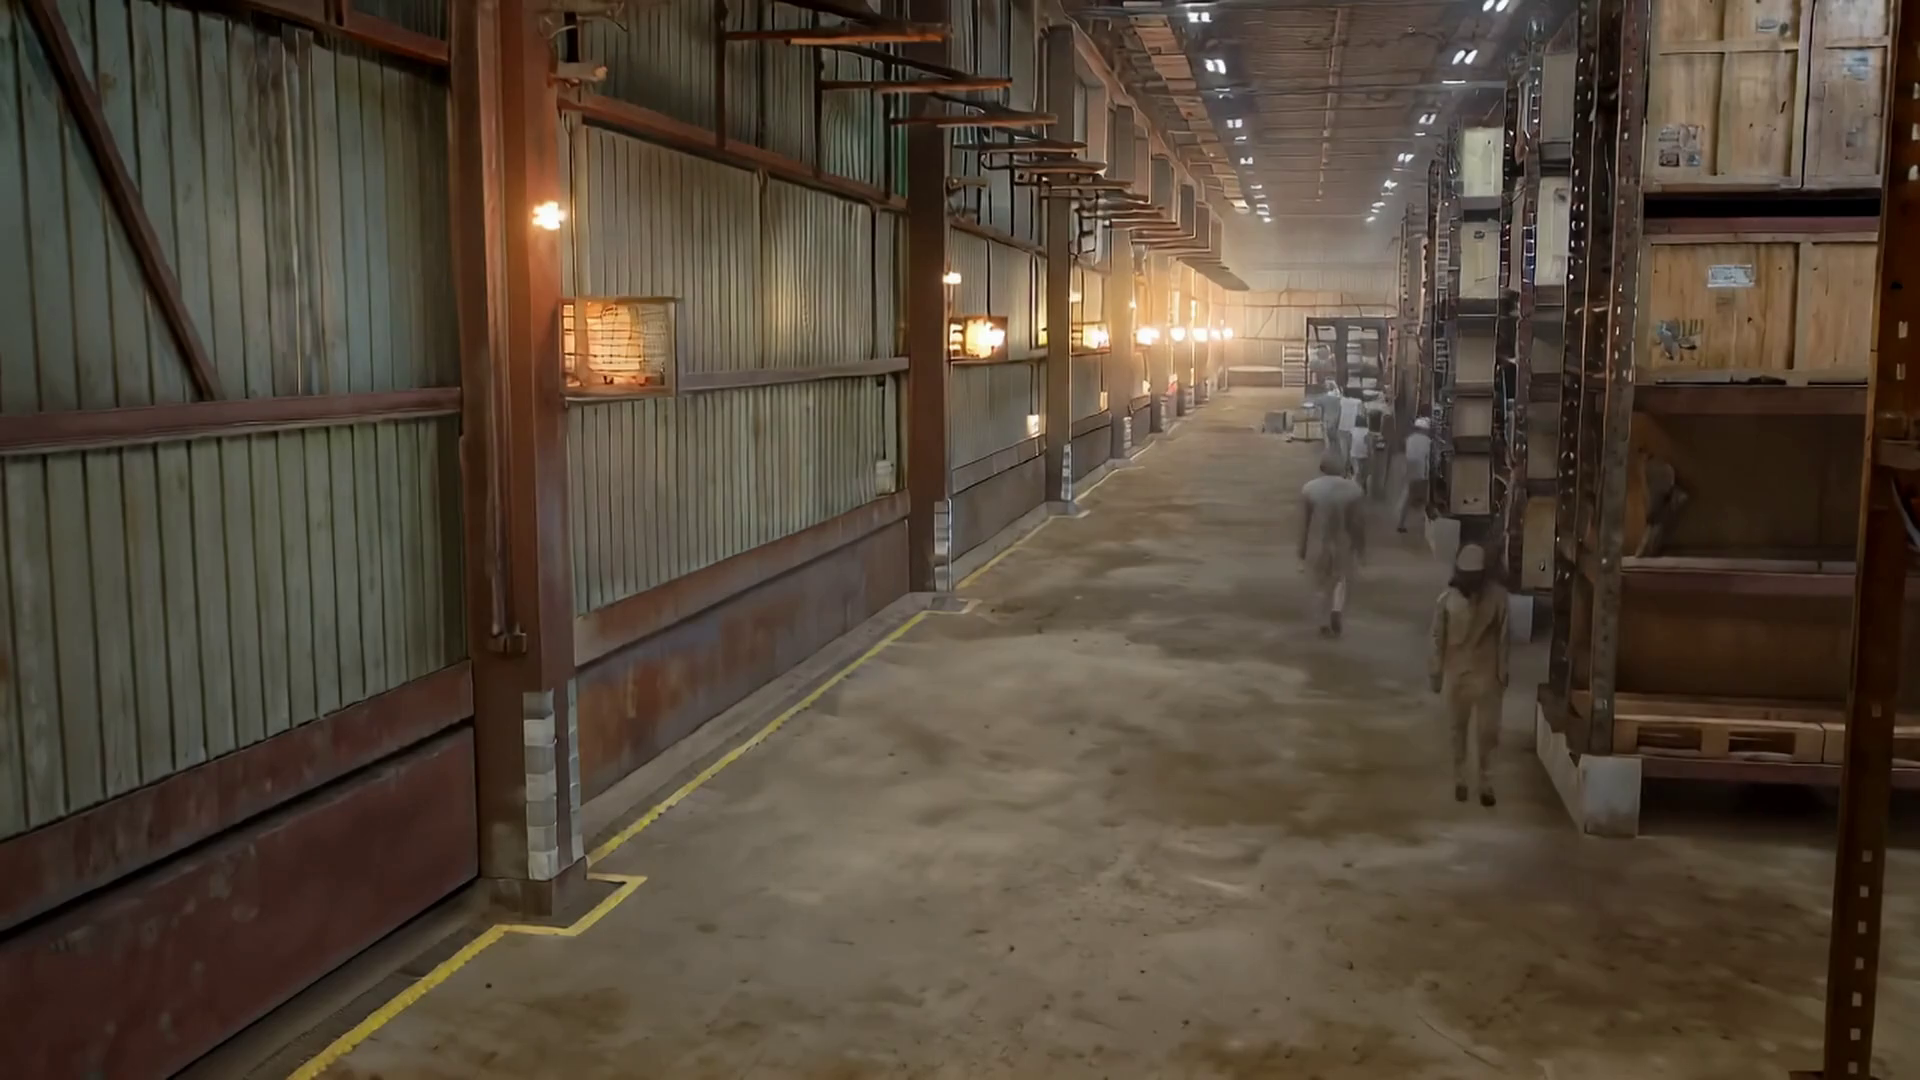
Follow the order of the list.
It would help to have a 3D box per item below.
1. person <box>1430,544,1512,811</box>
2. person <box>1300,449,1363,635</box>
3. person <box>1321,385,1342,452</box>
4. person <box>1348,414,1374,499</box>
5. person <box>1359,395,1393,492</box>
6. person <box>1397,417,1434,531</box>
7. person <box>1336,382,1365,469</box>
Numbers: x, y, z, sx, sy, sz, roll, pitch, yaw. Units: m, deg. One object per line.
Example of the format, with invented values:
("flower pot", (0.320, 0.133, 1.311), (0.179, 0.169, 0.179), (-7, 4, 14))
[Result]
("person", (3.327, 0.891, 10.819), (0.519, 1.720, 0.633), (2, 7, 13))
("person", (3.759, 0.042, 16.882), (0.630, 1.922, 0.598), (2, 7, 12))
("person", (9.594, -3.122, 42.858), (0.570, 1.751, 0.329), (2, 7, 16))
("person", (7.395, -1.523, 30.661), (0.527, 1.593, 0.849), (4, 8, 31))
("person", (7.965, -1.824, 31.899), (0.650, 1.896, 0.666), (4, 8, 30))
("person", (7.222, -1.027, 25.932), (0.915, 1.781, 0.606), (-3, 8, -22))
("person", (8.783, -2.547, 37.347), (0.647, 1.978, 0.486), (1, 7, 9))
